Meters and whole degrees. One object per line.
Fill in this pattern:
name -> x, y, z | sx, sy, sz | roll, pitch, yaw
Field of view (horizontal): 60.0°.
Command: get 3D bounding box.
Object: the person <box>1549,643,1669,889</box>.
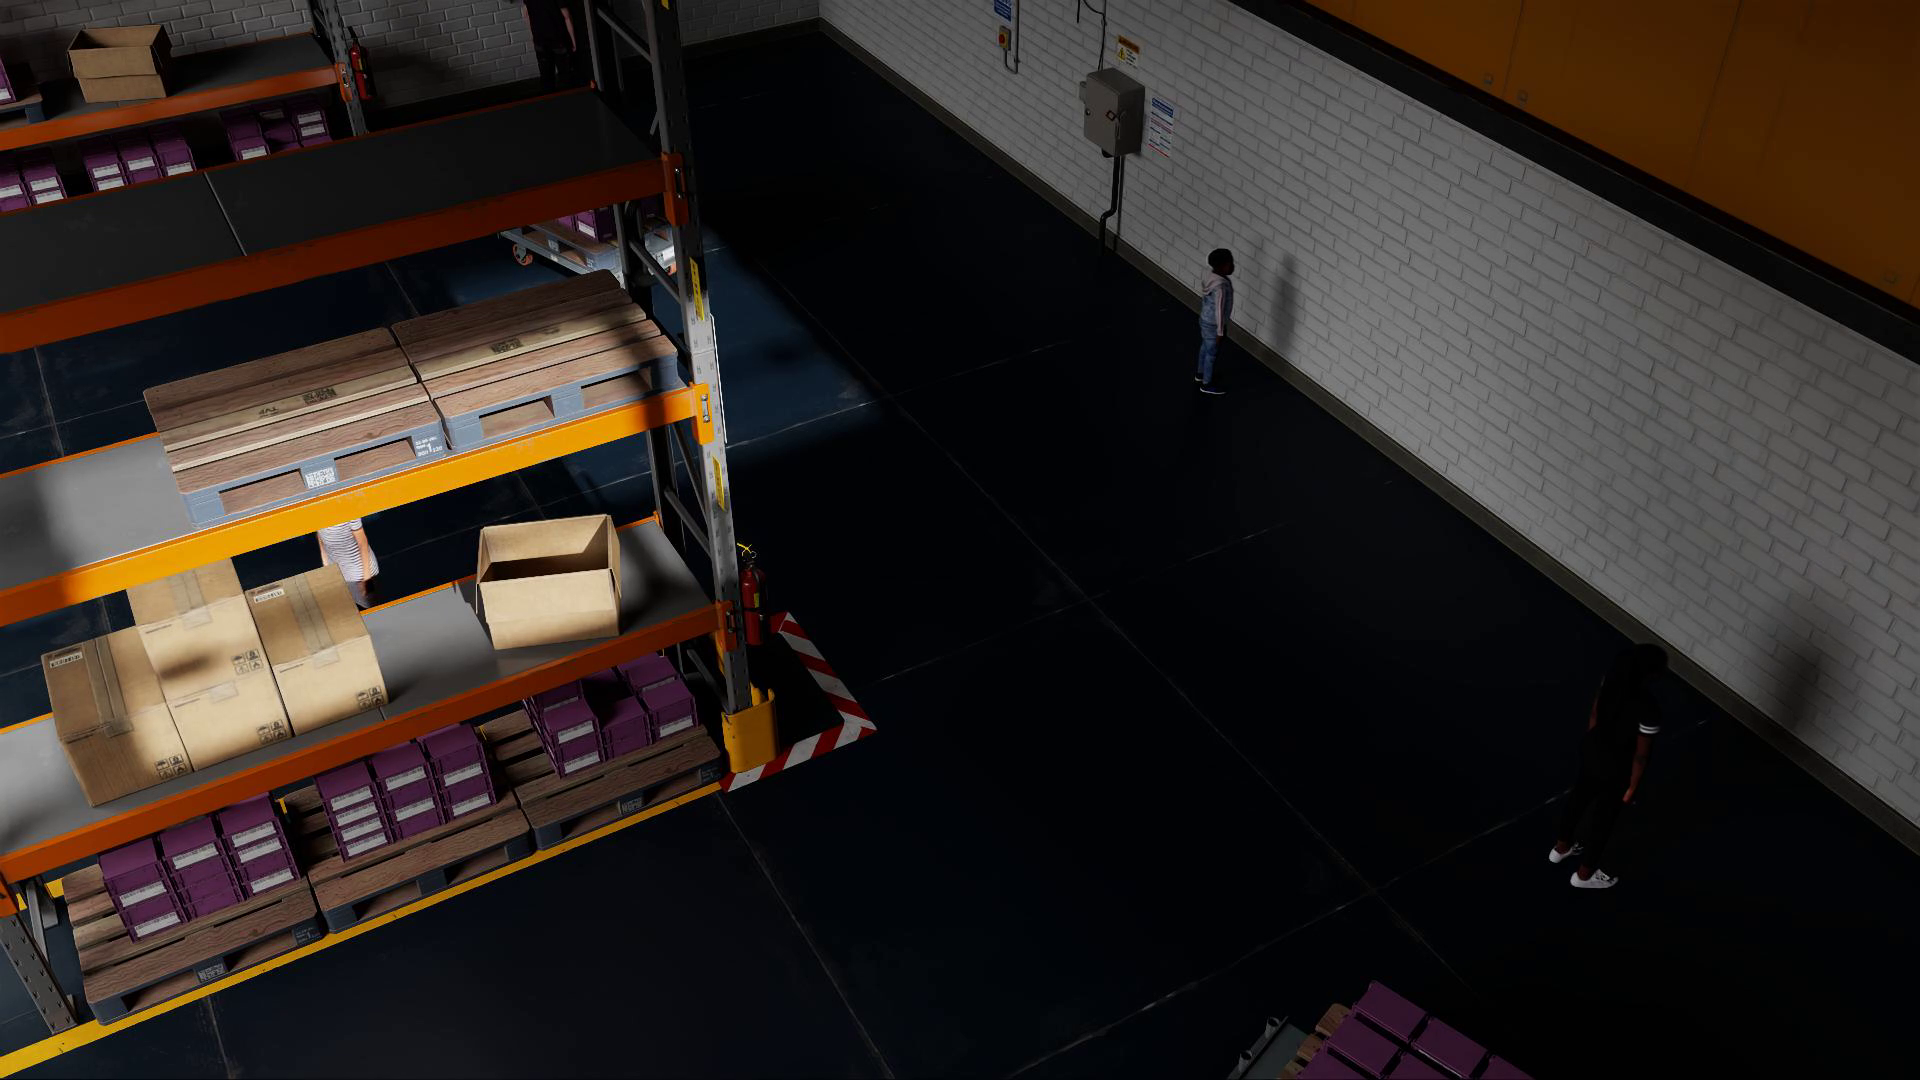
person -> 3.624, 1.238, 9.249 | 0.636, 1.728, 0.657 | -10, 40, -12

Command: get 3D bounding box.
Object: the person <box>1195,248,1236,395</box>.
person -> 2.052, -1.788, 13.413 | 0.588, 1.260, 0.557 | -3, 39, -3

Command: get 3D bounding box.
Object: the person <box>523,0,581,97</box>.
person -> -4.207, -5.163, 17.169 | 0.800, 1.846, 0.829 | 13, 41, 16
